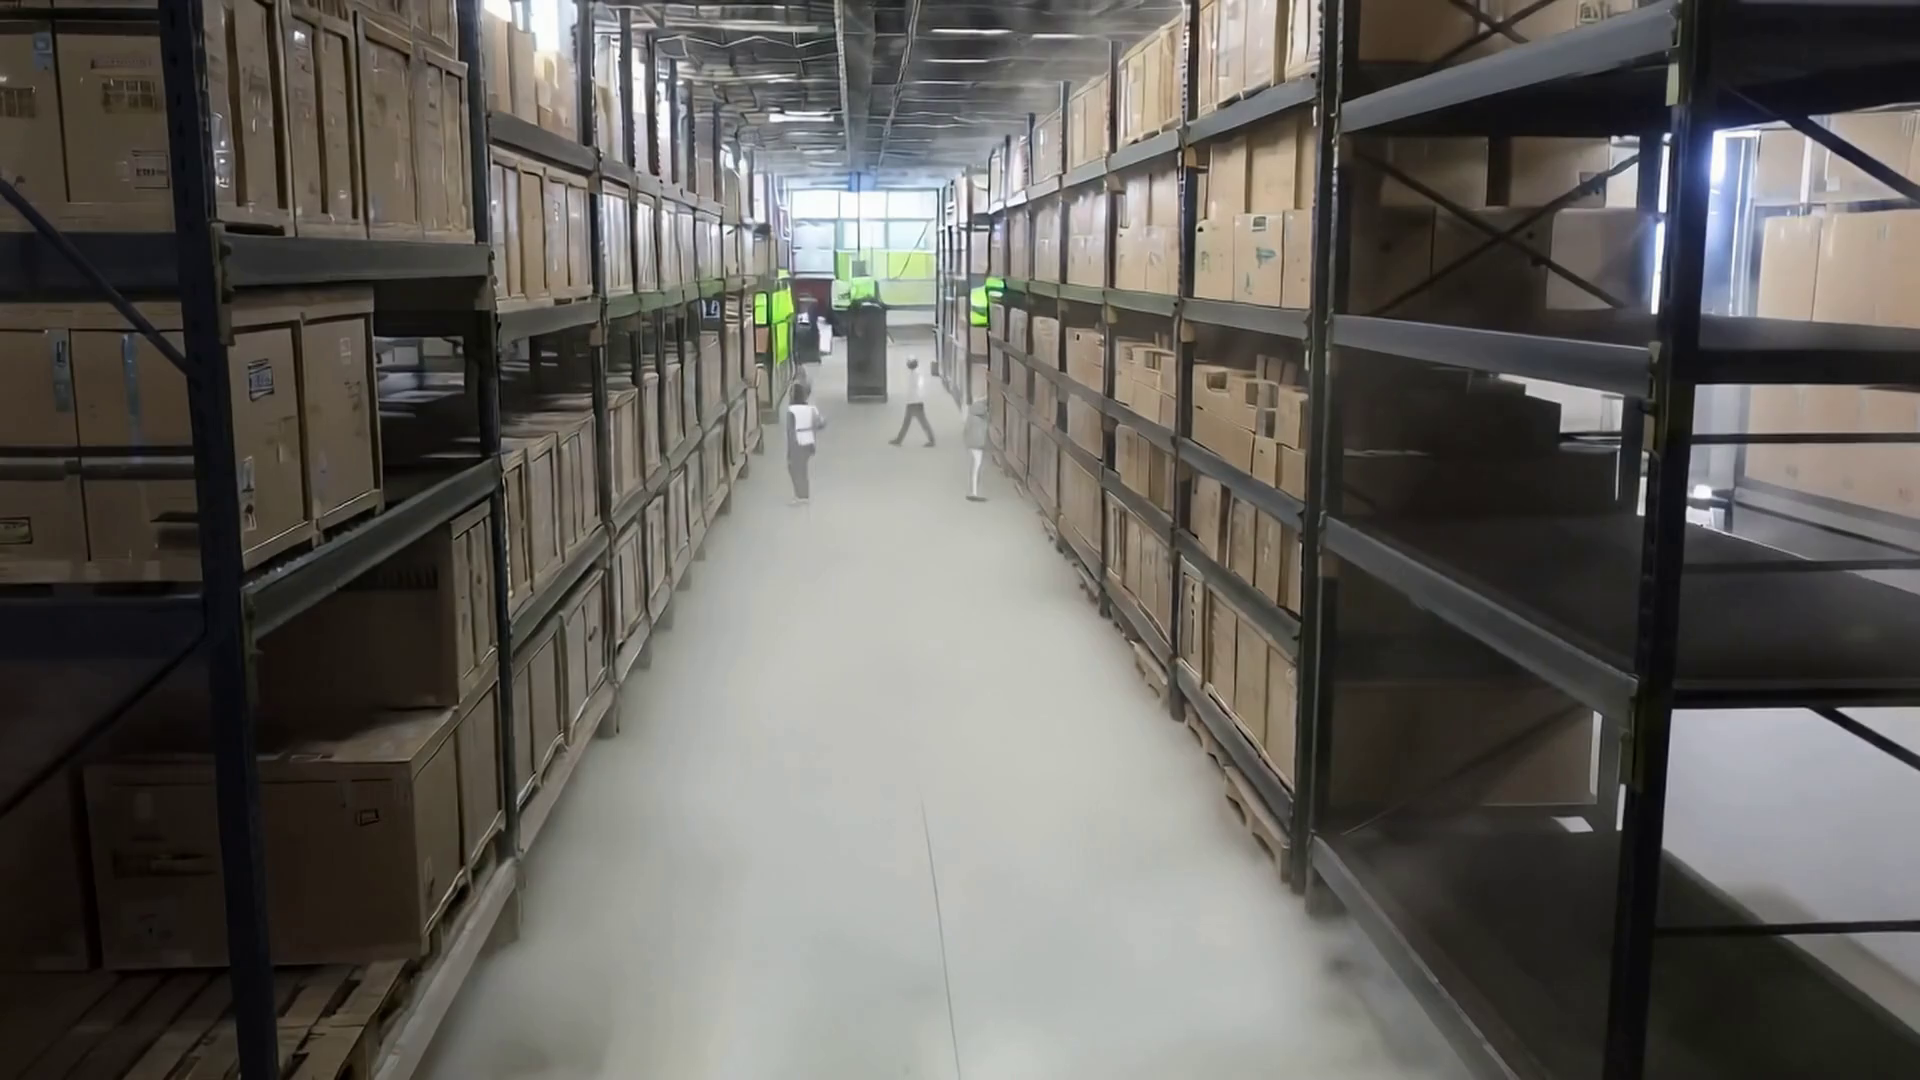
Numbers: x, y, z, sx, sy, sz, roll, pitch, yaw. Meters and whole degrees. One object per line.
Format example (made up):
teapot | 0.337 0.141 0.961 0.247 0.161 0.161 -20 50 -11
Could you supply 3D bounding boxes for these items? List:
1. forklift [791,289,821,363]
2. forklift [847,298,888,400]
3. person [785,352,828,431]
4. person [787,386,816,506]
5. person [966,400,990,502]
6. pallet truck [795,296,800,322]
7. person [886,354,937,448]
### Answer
forklift | -5.981 -8.155 63.181 1.129 2.768 1.873 -2 10 -12
forklift | -2.611 -5.380 46.605 1.129 2.768 1.873 -1 10 -3
person | -3.493 -3.371 37.831 0.925 1.805 0.623 2 10 12
person | -2.482 -1.484 26.355 0.489 1.880 0.700 7 12 36
person | 0.273 -1.432 26.731 0.272 1.635 0.507 -5 11 -30
pallet truck | -8.622 -12.439 91.403 1.885 1.965 0.823 2 10 13
person | -0.968 -2.868 34.420 1.067 1.933 0.640 0 10 -3
